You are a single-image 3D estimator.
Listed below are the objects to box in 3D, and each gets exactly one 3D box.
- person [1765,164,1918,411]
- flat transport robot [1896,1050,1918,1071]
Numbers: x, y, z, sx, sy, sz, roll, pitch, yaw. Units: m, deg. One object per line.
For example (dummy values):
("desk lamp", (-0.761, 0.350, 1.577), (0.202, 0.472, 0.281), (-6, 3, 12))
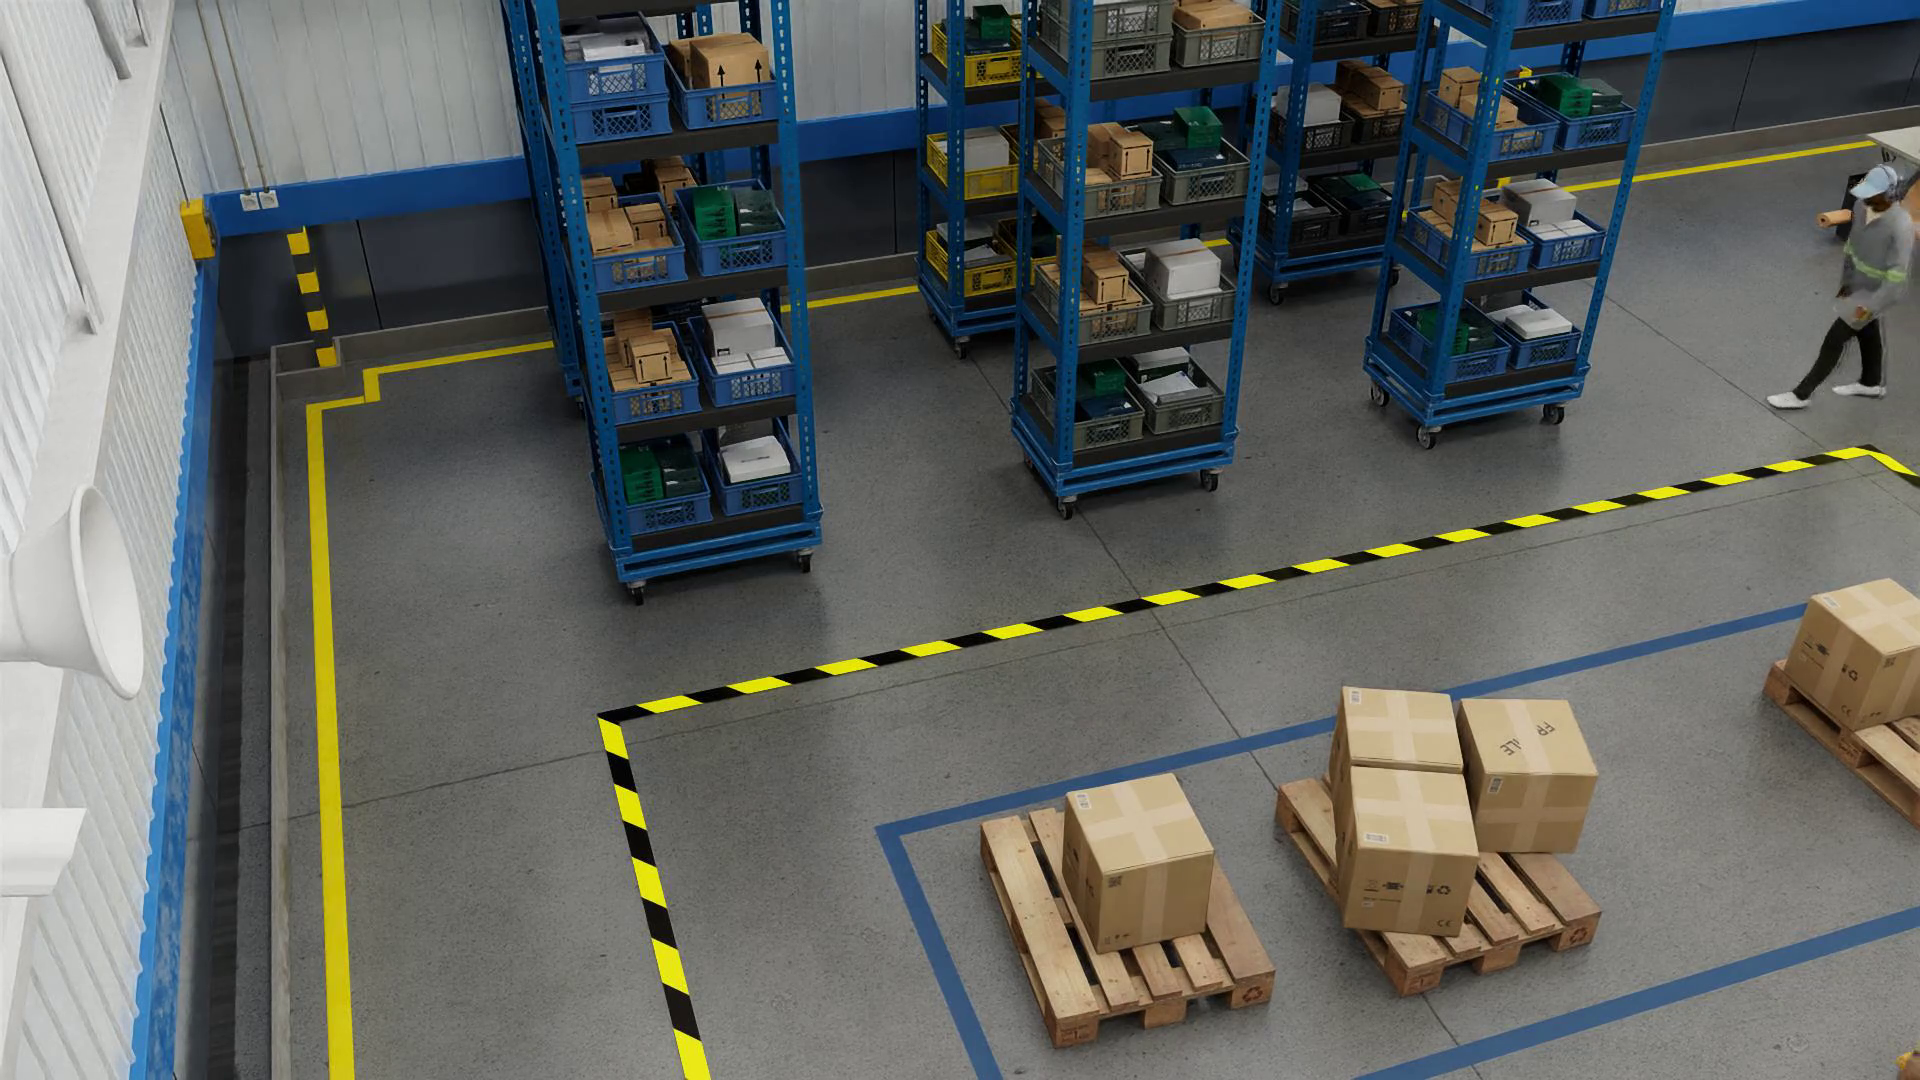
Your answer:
("person", (5.996, -1.661, 11.107), (0.987, 1.767, 0.604), (-1, 35, -2))
("flat transport robot", (4.496, 2.475, 6.522), (0.652, 0.197, 1.431), (-11, 37, -15))
